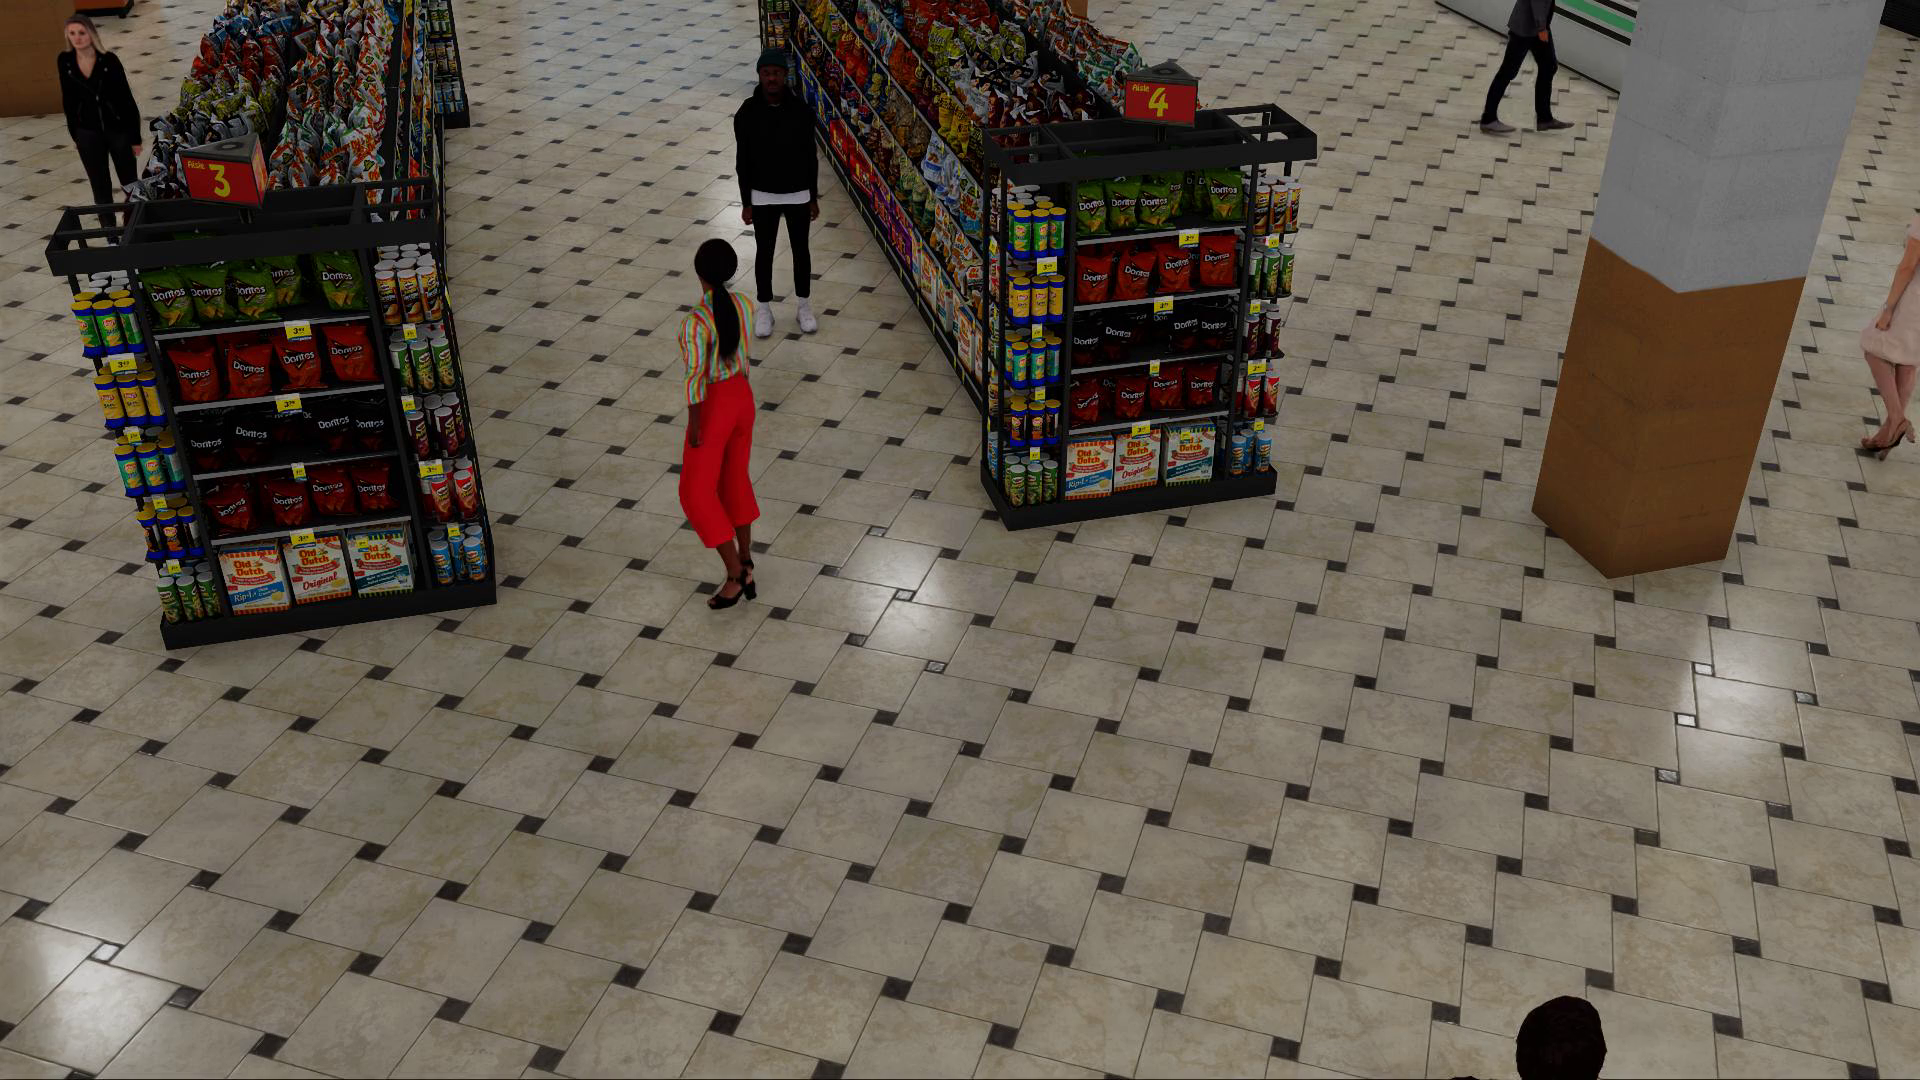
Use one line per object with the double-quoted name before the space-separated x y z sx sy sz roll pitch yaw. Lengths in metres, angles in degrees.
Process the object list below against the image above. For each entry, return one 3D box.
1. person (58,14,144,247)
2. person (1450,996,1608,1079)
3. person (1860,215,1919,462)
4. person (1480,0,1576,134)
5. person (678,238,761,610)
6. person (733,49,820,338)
"person" -5.981 -2.858 11.707 0.640 1.660 0.933 -8 33 -13
"person" 1.218 1.878 3.969 1.226 1.793 1.240 21 38 30
"person" 5.215 -1.184 8.954 0.652 1.725 0.738 -4 32 -6
"person" 4.651 -4.283 13.826 1.099 1.841 1.025 20 37 28
"person" -1.107 -0.521 7.856 0.903 1.760 0.858 15 35 23
"person" -1.133 -2.184 10.473 0.676 1.818 0.571 -6 32 -10
